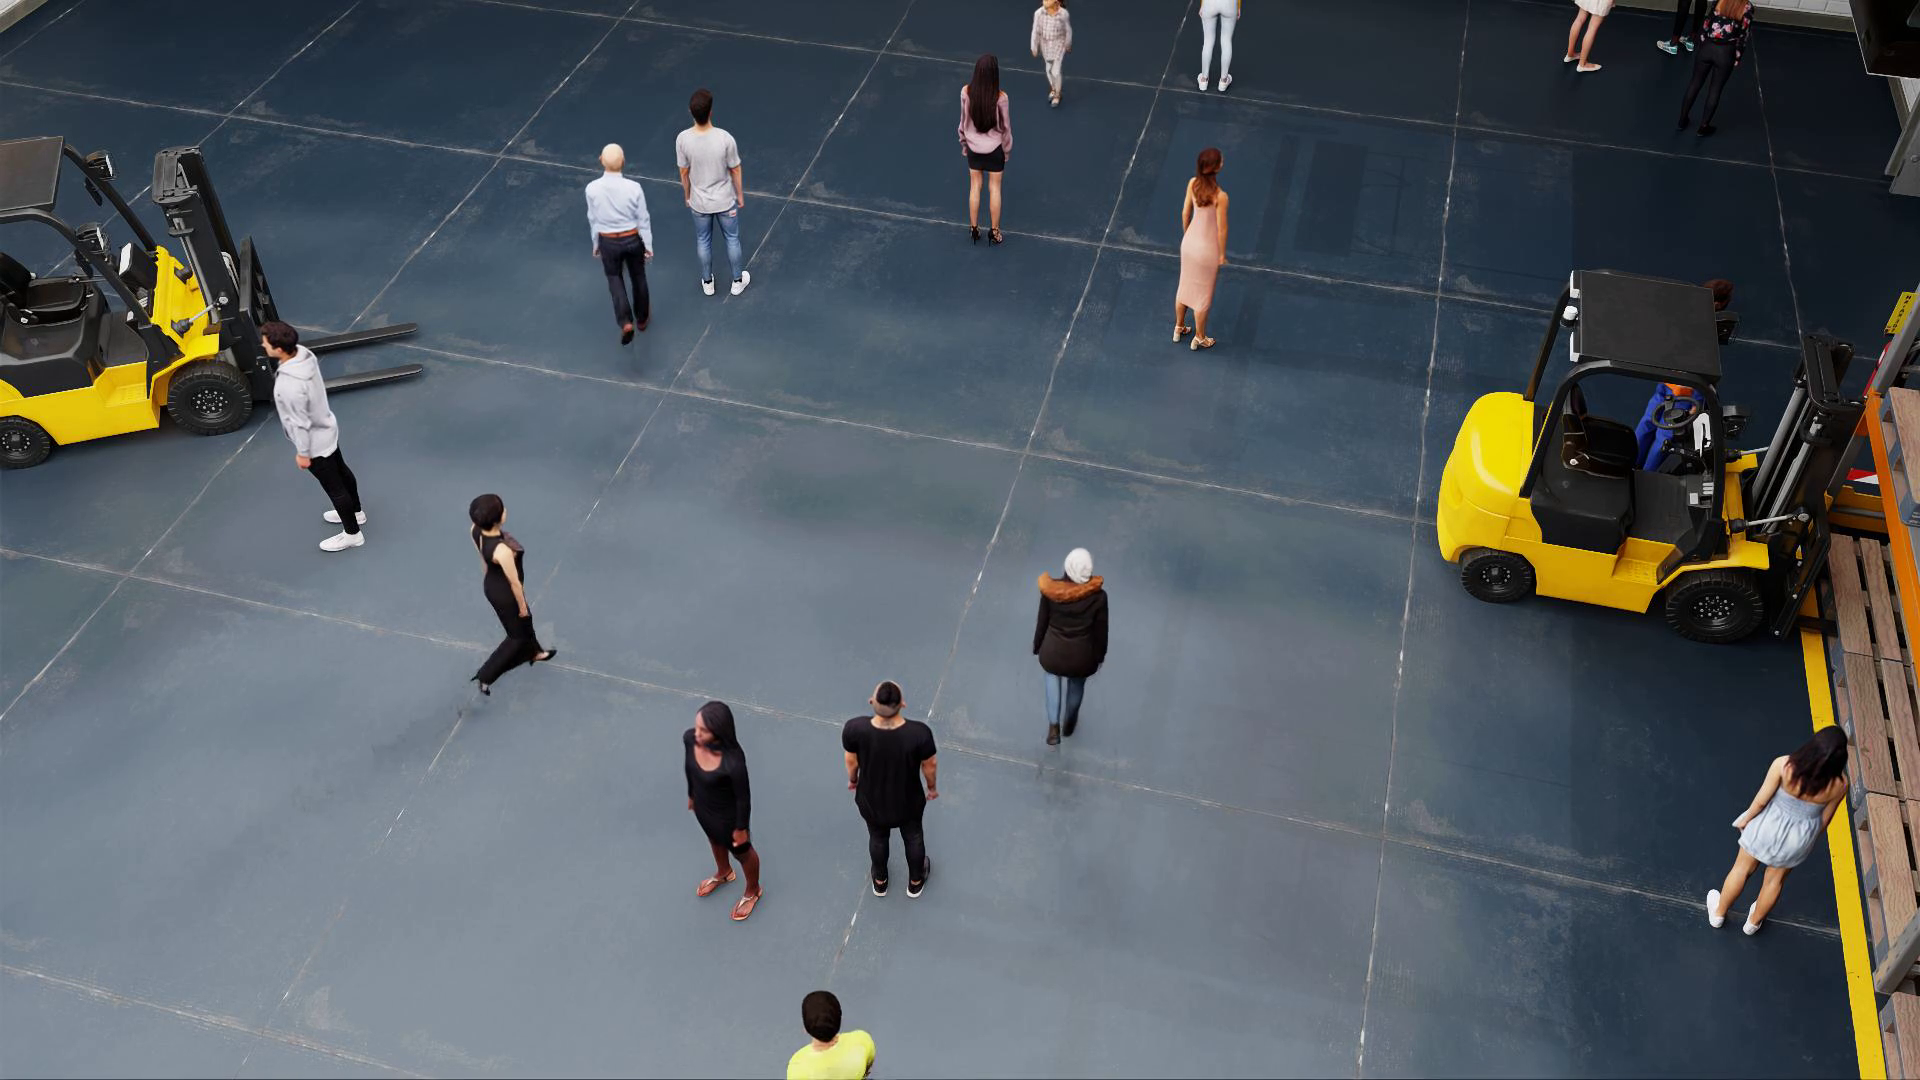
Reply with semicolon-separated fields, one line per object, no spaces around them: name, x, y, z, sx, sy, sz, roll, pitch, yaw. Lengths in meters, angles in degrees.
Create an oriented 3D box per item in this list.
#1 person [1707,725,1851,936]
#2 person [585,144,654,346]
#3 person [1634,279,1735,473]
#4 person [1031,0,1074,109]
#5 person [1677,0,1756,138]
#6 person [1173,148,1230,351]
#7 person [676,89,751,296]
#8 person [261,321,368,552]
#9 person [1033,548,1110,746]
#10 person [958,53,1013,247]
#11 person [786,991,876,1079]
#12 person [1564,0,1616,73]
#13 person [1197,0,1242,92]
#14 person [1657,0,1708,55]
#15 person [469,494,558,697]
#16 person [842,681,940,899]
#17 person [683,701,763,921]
person;4.603;1.629;9.323;0.605;1.731;0.552;15;46;15
person;-2.740;-2.350;13.467;0.888;1.776;1.059;-6;44;-6
person;5.248;-1.125;12.117;0.841;1.864;0.696;-6;44;-6
person;0.948;-4.954;16.565;0.543;1.272;0.610;6;44;7
person;7.300;-4.704;16.006;0.655;1.683;0.659;34;53;30
person;1.944;-2.345;13.422;0.682;1.831;0.666;-32;52;-29
person;-2.081;-2.904;13.966;0.731;1.889;0.661;0;44;0
person;-4.515;-0.751;11.676;0.828;1.931;0.698;-7;44;-7
person;0.674;0.716;10.357;0.662;1.626;0.761;6;44;6
person;0.222;-3.400;14.544;0.633;1.810;0.543;13;45;13
person;-0.572;2.828;8.106;1.011;1.675;1.105;-18;47;-18
person;6.524;-5.641;16.969;0.707;1.712;0.624;-14;45;-14
person;2.601;-5.333;16.616;0.581;1.750;0.560;8;44;8
person;7.675;-5.915;17.184;0.691;1.811;0.694;-12;45;-12
person;-2.994;0.375;10.744;0.984;1.587;0.849;-33;53;-30
person;-0.386;1.400;9.467;0.722;1.863;0.646;3;44;3
person;-1.352;1.522;9.444;0.682;1.719;0.653;29;51;27
